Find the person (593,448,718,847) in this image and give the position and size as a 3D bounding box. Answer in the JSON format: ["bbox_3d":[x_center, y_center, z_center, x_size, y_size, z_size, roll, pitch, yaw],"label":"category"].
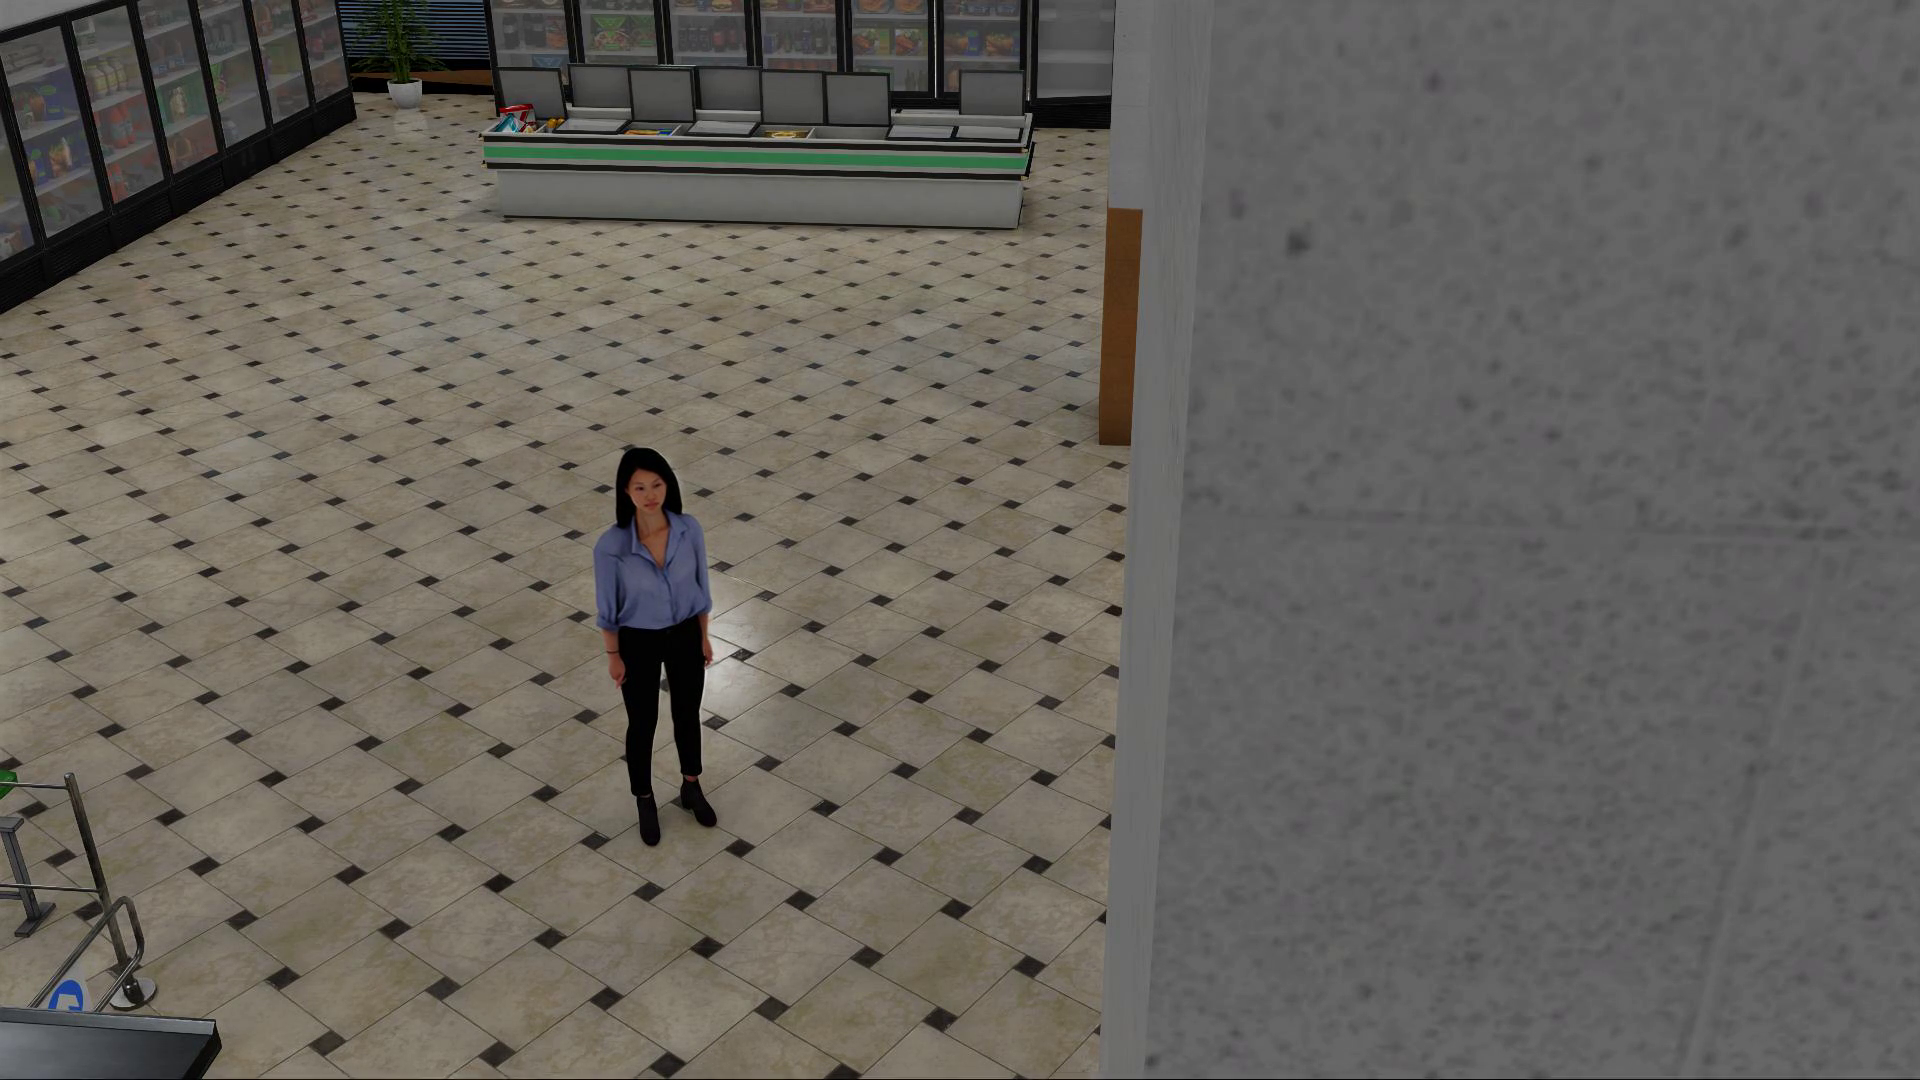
[{"bbox_3d":[-1.223,0.434,6.777,0.688,1.744,0.791,-14,30,-26],"label":"person"}]
